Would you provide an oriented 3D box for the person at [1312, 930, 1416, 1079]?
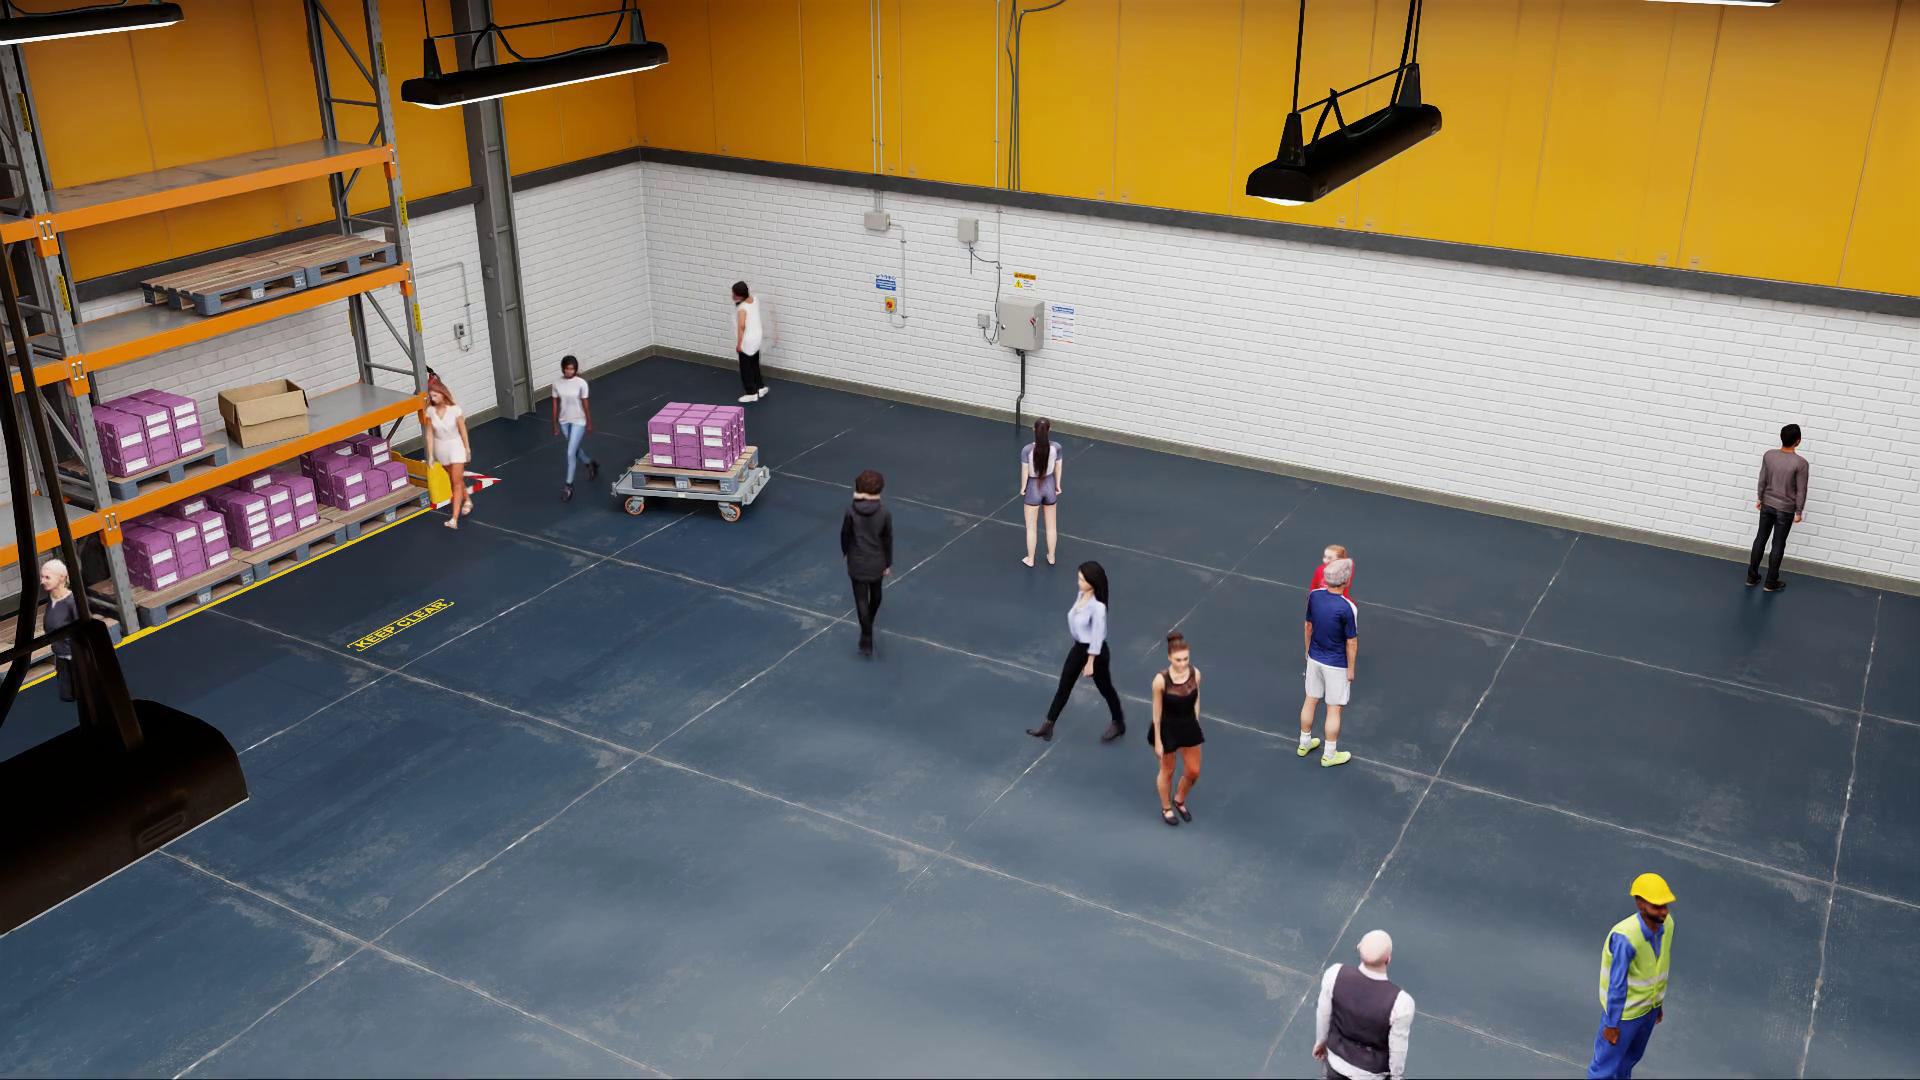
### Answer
[{"bbox_3d":[2.183,2.991,9.287,0.676,1.793,1.116,13,27,28],"label":"person"}]

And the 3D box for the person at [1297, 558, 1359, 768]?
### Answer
[{"bbox_3d":[3.061,0.994,13.801,0.652,1.836,0.698,-19,30,-37],"label":"person"}]

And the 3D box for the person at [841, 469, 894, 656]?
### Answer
[{"bbox_3d":[-0.863,0.253,15.642,1.076,1.718,1.196,-4,24,-9],"label":"person"}]

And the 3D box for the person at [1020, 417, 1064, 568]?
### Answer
[{"bbox_3d":[0.853,-0.507,17.468,0.671,1.650,0.725,-5,24,-12],"label":"person"}]

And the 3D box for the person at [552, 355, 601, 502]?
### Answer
[{"bbox_3d":[-4.468,-1.353,19.364,0.835,1.680,1.155,6,24,14],"label":"person"}]

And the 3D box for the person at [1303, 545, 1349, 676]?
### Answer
[{"bbox_3d":[3.445,0.627,15.369,0.921,1.253,0.669,-21,31,-39],"label":"person"}]

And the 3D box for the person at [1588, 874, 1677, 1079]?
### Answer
[{"bbox_3d":[3.968,2.744,9.826,0.685,1.813,0.817,-15,28,-30],"label":"person"}]

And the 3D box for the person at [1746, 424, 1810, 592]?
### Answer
[{"bbox_3d":[8.322,-0.341,16.938,0.663,1.769,0.705,-21,31,-40],"label":"person"}]

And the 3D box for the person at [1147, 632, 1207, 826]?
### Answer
[{"bbox_3d":[1.643,1.445,12.977,0.744,1.669,0.806,-8,25,-18],"label":"person"}]

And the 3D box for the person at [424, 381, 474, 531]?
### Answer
[{"bbox_3d":[-5.672,-0.989,18.587,0.947,1.636,1.216,1,24,2],"label":"person"}]

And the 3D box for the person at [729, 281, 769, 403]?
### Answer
[{"bbox_3d":[-2.856,-2.704,22.472,0.922,1.666,0.649,13,27,27],"label":"person"}]

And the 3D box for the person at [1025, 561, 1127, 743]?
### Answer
[{"bbox_3d":[1.197,0.976,14.012,1.208,1.700,1.099,-8,25,-17],"label":"person"}]
